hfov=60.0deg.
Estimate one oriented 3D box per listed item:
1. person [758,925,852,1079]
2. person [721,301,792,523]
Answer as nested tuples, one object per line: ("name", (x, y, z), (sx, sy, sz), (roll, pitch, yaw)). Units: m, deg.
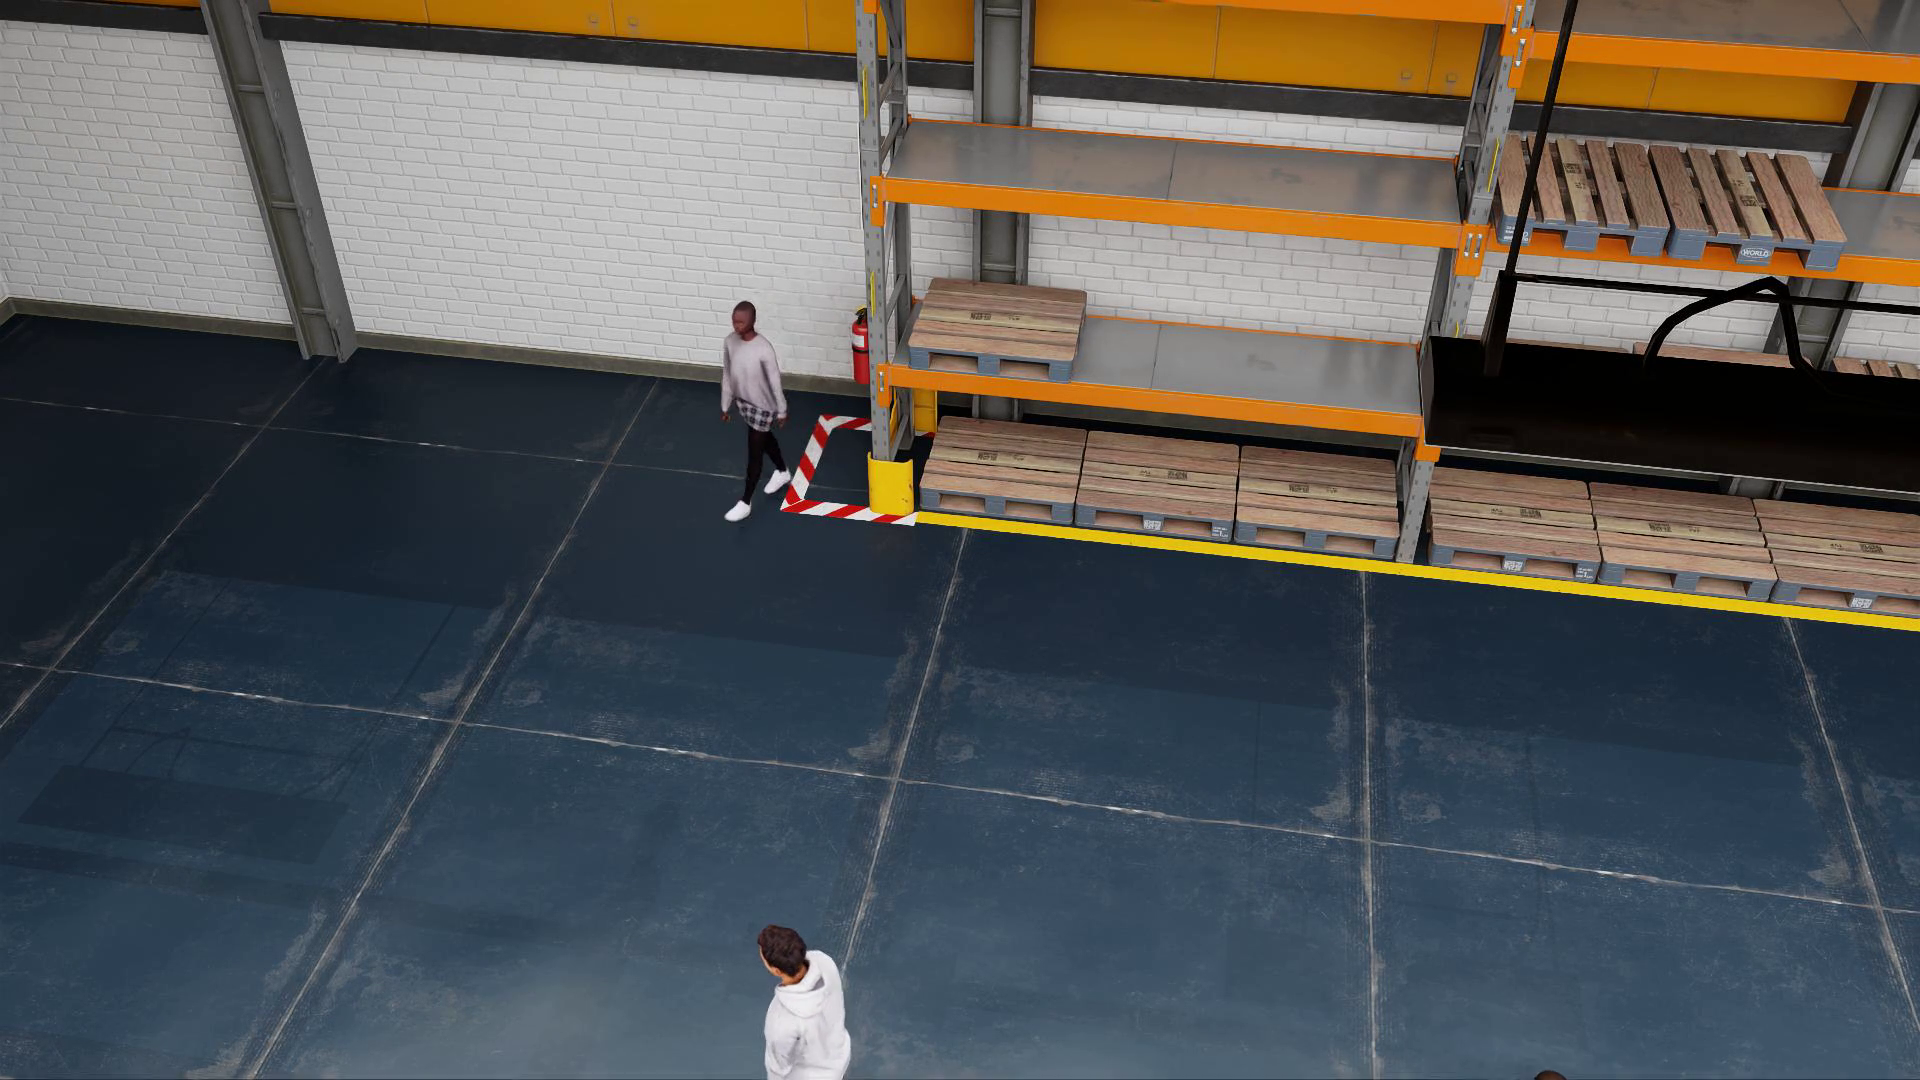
("person", (-0.682, 2.505, 8.007), (0.684, 1.916, 0.743), (15, 41, 18))
("person", (-1.480, -1.062, 12.613), (1.097, 1.742, 1.006), (24, 45, 27))
